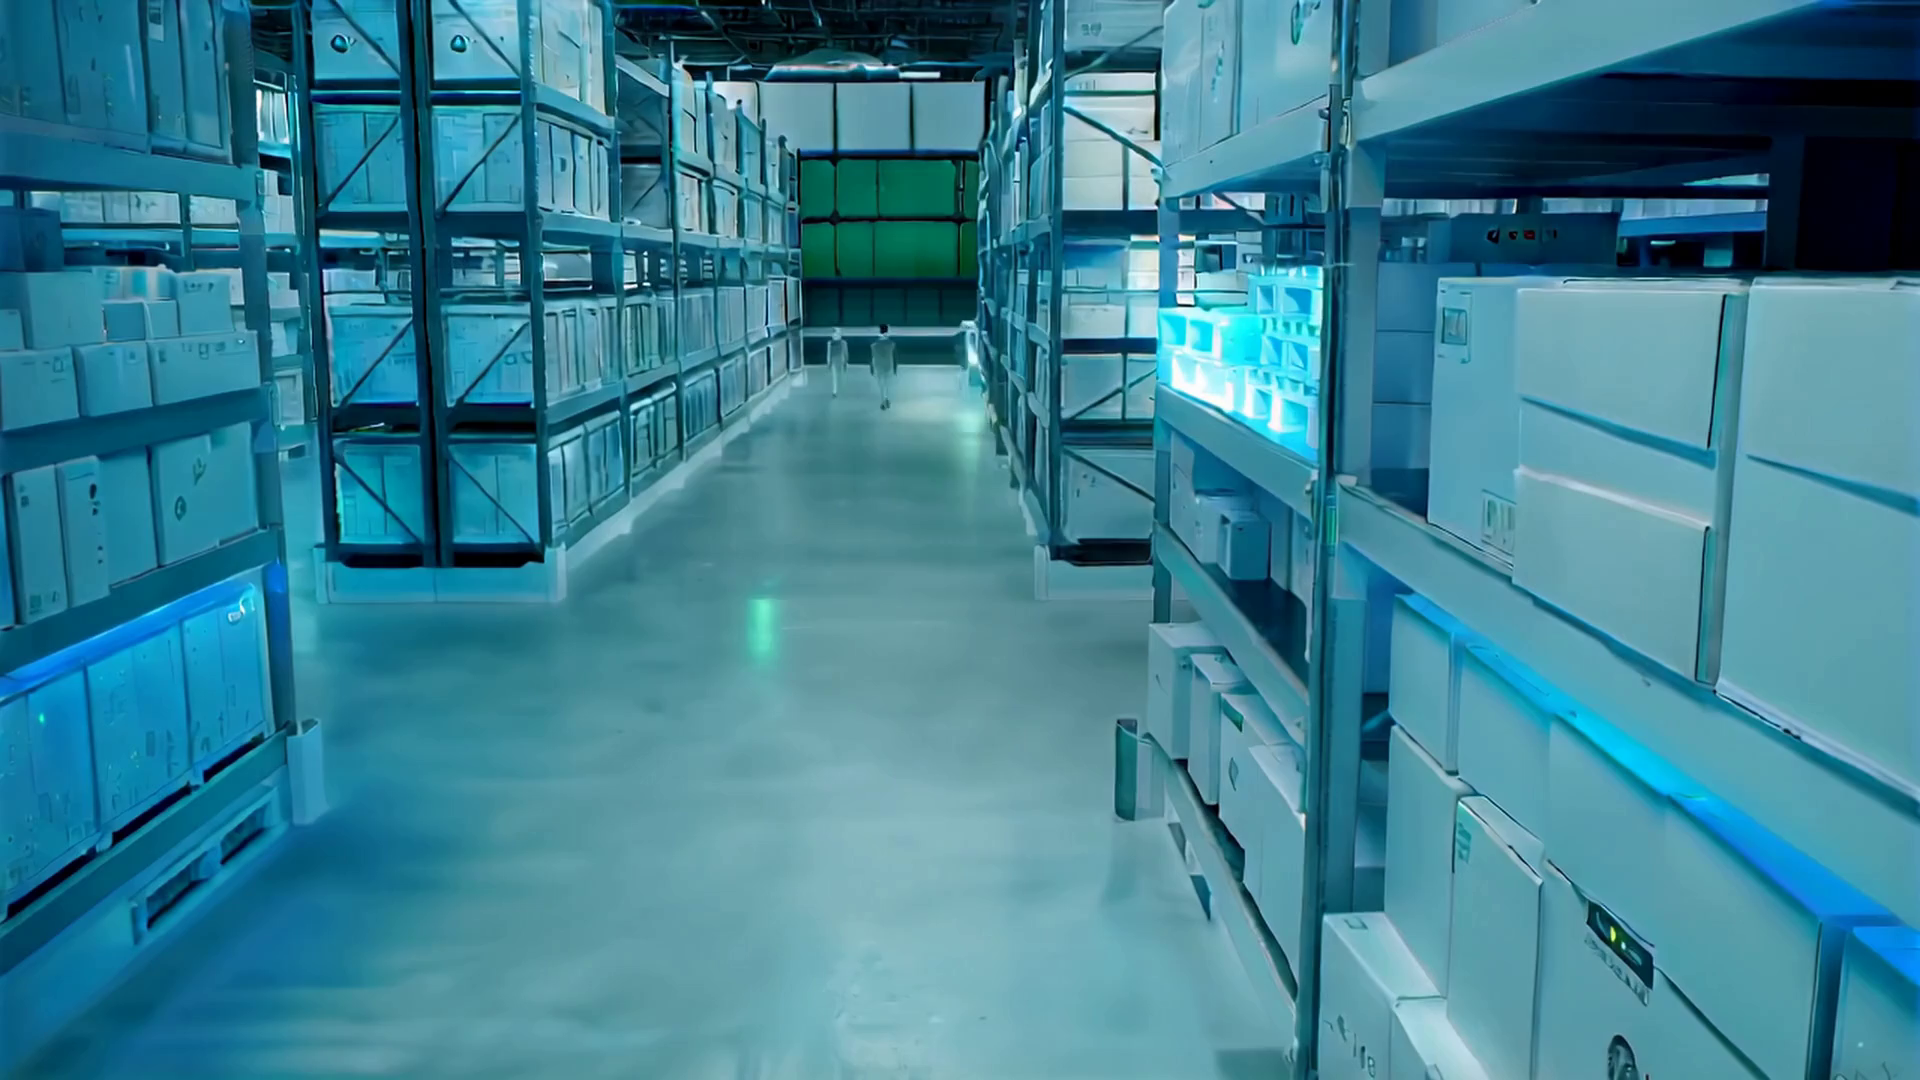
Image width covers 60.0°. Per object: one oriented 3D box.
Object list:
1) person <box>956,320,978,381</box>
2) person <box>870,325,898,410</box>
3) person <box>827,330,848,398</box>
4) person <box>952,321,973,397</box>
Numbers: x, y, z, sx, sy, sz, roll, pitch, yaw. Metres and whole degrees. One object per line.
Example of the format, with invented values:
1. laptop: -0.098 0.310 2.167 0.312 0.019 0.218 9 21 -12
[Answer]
1. person: 0.289 -4.937 43.784 0.917 1.682 0.520 -5 10 -27
2. person: -1.638 -3.704 35.795 0.617 1.821 0.426 1 9 8
3. person: -2.895 -4.157 39.285 0.517 1.591 0.857 0 9 1
4. person: 0.065 -4.315 39.606 0.527 1.804 0.662 -6 11 -34
